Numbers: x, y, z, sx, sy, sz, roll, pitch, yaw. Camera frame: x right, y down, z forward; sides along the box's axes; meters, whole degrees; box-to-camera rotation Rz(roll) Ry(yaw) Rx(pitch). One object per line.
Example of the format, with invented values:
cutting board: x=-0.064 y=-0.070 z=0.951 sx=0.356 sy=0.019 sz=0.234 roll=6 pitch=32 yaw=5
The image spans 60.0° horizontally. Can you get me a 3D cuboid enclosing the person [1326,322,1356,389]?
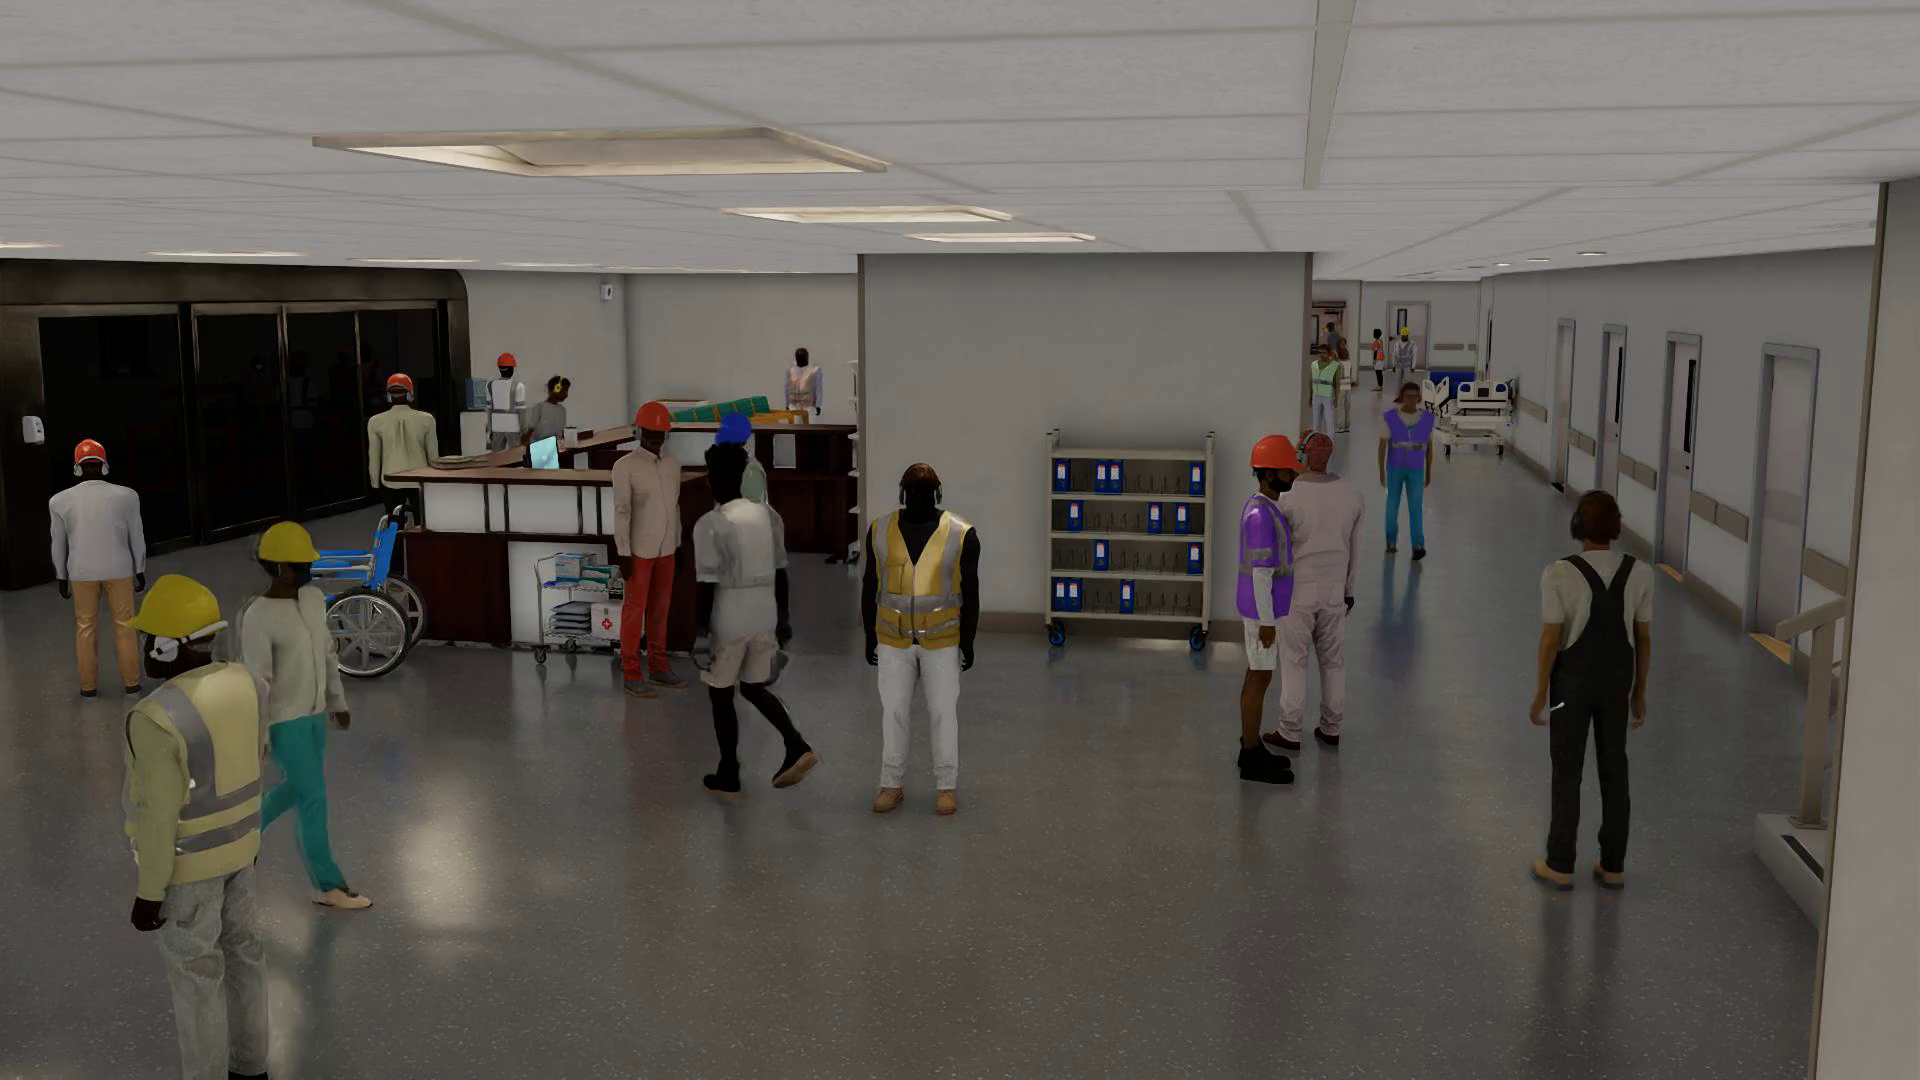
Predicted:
person: x=10.295 y=-5.041 z=45.521 sx=1.106 sy=1.880 sz=0.638 roll=6 pitch=10 yaw=34

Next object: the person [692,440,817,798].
person: x=-1.123 y=0.439 z=8.897 sx=0.628 sy=1.938 sz=0.659 roll=6 pitch=11 yaw=36

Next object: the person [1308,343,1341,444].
person: x=6.122 y=-2.380 z=27.946 sx=0.563 sy=1.839 sz=0.389 roll=8 pitch=12 yaw=42

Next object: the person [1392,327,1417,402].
person: x=10.782 y=-4.246 z=40.390 sx=0.590 sy=1.824 sz=0.403 roll=7 pitch=11 yaw=38

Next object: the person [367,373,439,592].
person: x=-5.033 y=-0.516 z=15.093 sx=0.610 sy=1.984 sz=0.400 roll=-3 pitch=9 yaw=-19

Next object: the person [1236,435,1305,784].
person: x=1.727 y=0.378 z=9.311 sx=0.360 sy=1.939 sz=0.543 roll=1 pitch=9 yaw=10

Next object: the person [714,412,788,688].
person: x=-1.472 y=0.067 z=11.433 sx=0.494 sy=1.918 sz=0.681 roll=-4 pitch=9 yaw=-24

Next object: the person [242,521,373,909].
person: x=-3.013 y=0.766 z=7.396 sx=0.771 sy=1.739 sz=0.529 roll=1 pitch=9 yaw=9

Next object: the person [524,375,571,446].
person: x=-4.436 y=-0.830 z=17.719 sx=0.339 sy=1.833 sz=0.684 roll=6 pitch=10 yaw=34

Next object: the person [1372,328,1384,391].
person: x=11.304 y=-4.869 z=44.974 sx=0.323 sy=1.690 sz=0.534 roll=4 pitch=9 yaw=24

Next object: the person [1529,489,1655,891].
person: x=2.865 y=0.692 z=7.568 sx=0.546 sy=1.844 sz=0.335 roll=0 pitch=9 yaw=-1

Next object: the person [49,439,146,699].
person: x=-5.772 y=0.195 z=11.169 sx=0.564 sy=1.743 sz=0.352 roll=-4 pitch=9 yaw=-24

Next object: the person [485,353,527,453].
person: x=-5.814 y=-1.439 z=21.408 sx=0.540 sy=1.930 sz=0.387 roll=2 pitch=9 yaw=13

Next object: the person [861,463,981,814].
person: x=-0.215 y=0.516 z=8.713 sx=0.627 sy=1.846 sz=0.429 roll=1 pitch=9 yaw=8

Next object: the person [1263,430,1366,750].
person: x=2.080 y=0.297 z=9.936 sx=0.641 sy=1.913 sz=0.407 roll=-3 pitch=9 yaw=-20

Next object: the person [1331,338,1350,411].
person: x=8.599 y=-3.740 z=37.630 sx=0.511 sy=1.640 sz=0.308 roll=-4 pitch=10 yaw=-27

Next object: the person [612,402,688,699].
person: x=-2.082 y=0.057 z=11.265 sx=0.392 sy=1.991 sz=0.612 roll=5 pitch=10 yaw=32

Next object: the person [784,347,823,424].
person: x=-2.514 y=-2.142 z=26.431 sx=0.654 sy=1.831 sz=0.577 roll=1 pitch=9 yaw=9

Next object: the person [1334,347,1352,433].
person: x=7.315 y=-2.867 z=31.827 sx=0.514 sy=1.641 sz=0.315 roll=-8 pitch=12 yaw=-44

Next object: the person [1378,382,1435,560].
person: x=4.566 y=-0.711 z=17.017 sx=0.576 sy=1.795 sz=0.979 roll=1 pitch=9 yaw=5

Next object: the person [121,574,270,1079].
person: x=-2.489 y=1.016 z=5.415 sx=0.404 sy=1.837 sz=0.588 roll=1 pitch=9 yaw=9
